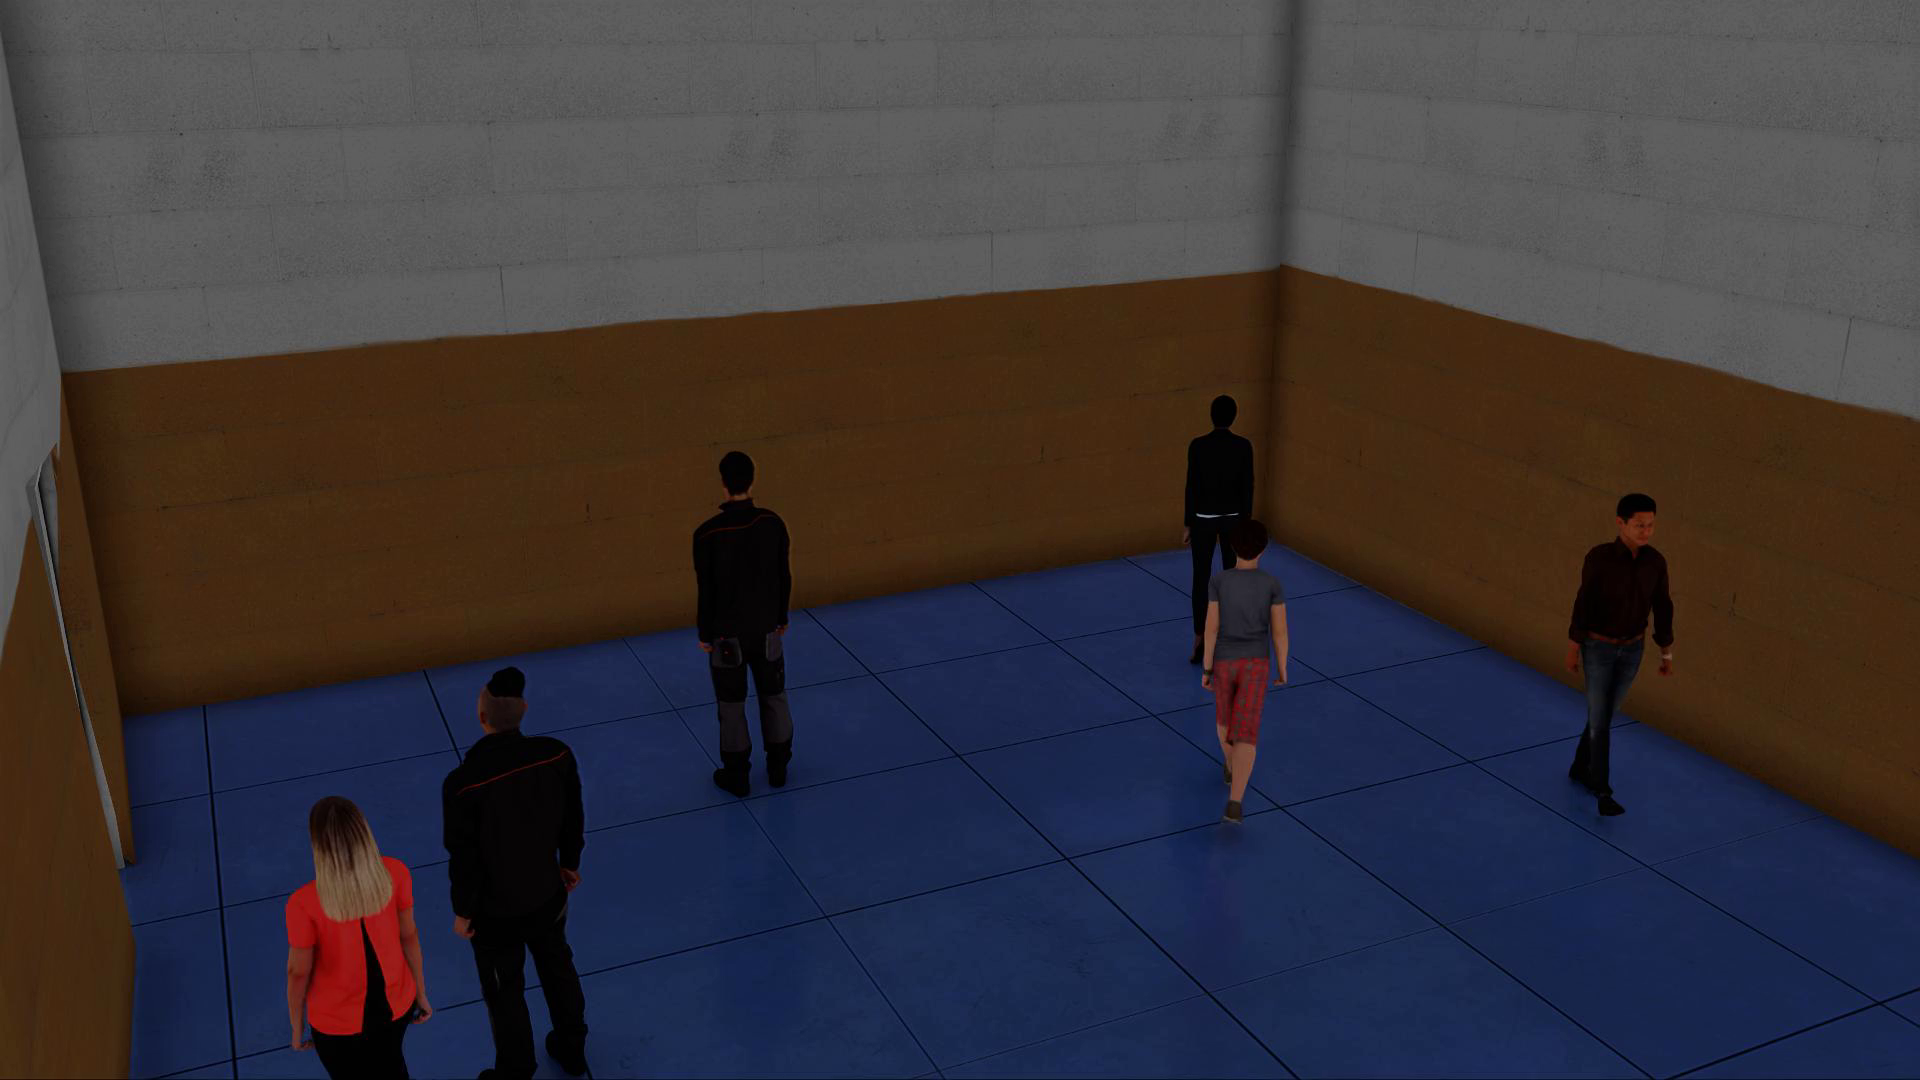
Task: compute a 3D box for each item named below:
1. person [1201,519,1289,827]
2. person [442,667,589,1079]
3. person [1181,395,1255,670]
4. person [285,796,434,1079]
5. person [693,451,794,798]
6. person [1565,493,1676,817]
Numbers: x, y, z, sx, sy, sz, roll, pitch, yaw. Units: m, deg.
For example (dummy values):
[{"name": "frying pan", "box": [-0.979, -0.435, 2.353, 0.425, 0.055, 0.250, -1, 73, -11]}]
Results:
[{"name": "person", "box": [1.483, 0.727, 8.813, 1.135, 1.618, 1.129, 5, 19, 14]}, {"name": "person", "box": [-1.749, 1.351, 6.566, 0.911, 1.862, 0.722, 16, 24, 40]}, {"name": "person", "box": [1.673, -0.050, 10.800, 0.626, 1.834, 0.737, 2, 19, 6]}, {"name": "person", "box": [-2.049, 1.705, 5.839, 0.786, 1.678, 0.799, -17, 25, -40]}, {"name": "person", "box": [-1.185, 0.455, 9.130, 0.537, 1.944, 0.769, -10, 21, -27]}, {"name": "person", "box": [3.523, 0.576, 9.070, 0.966, 1.752, 0.901, -2, 19, -7]}]
